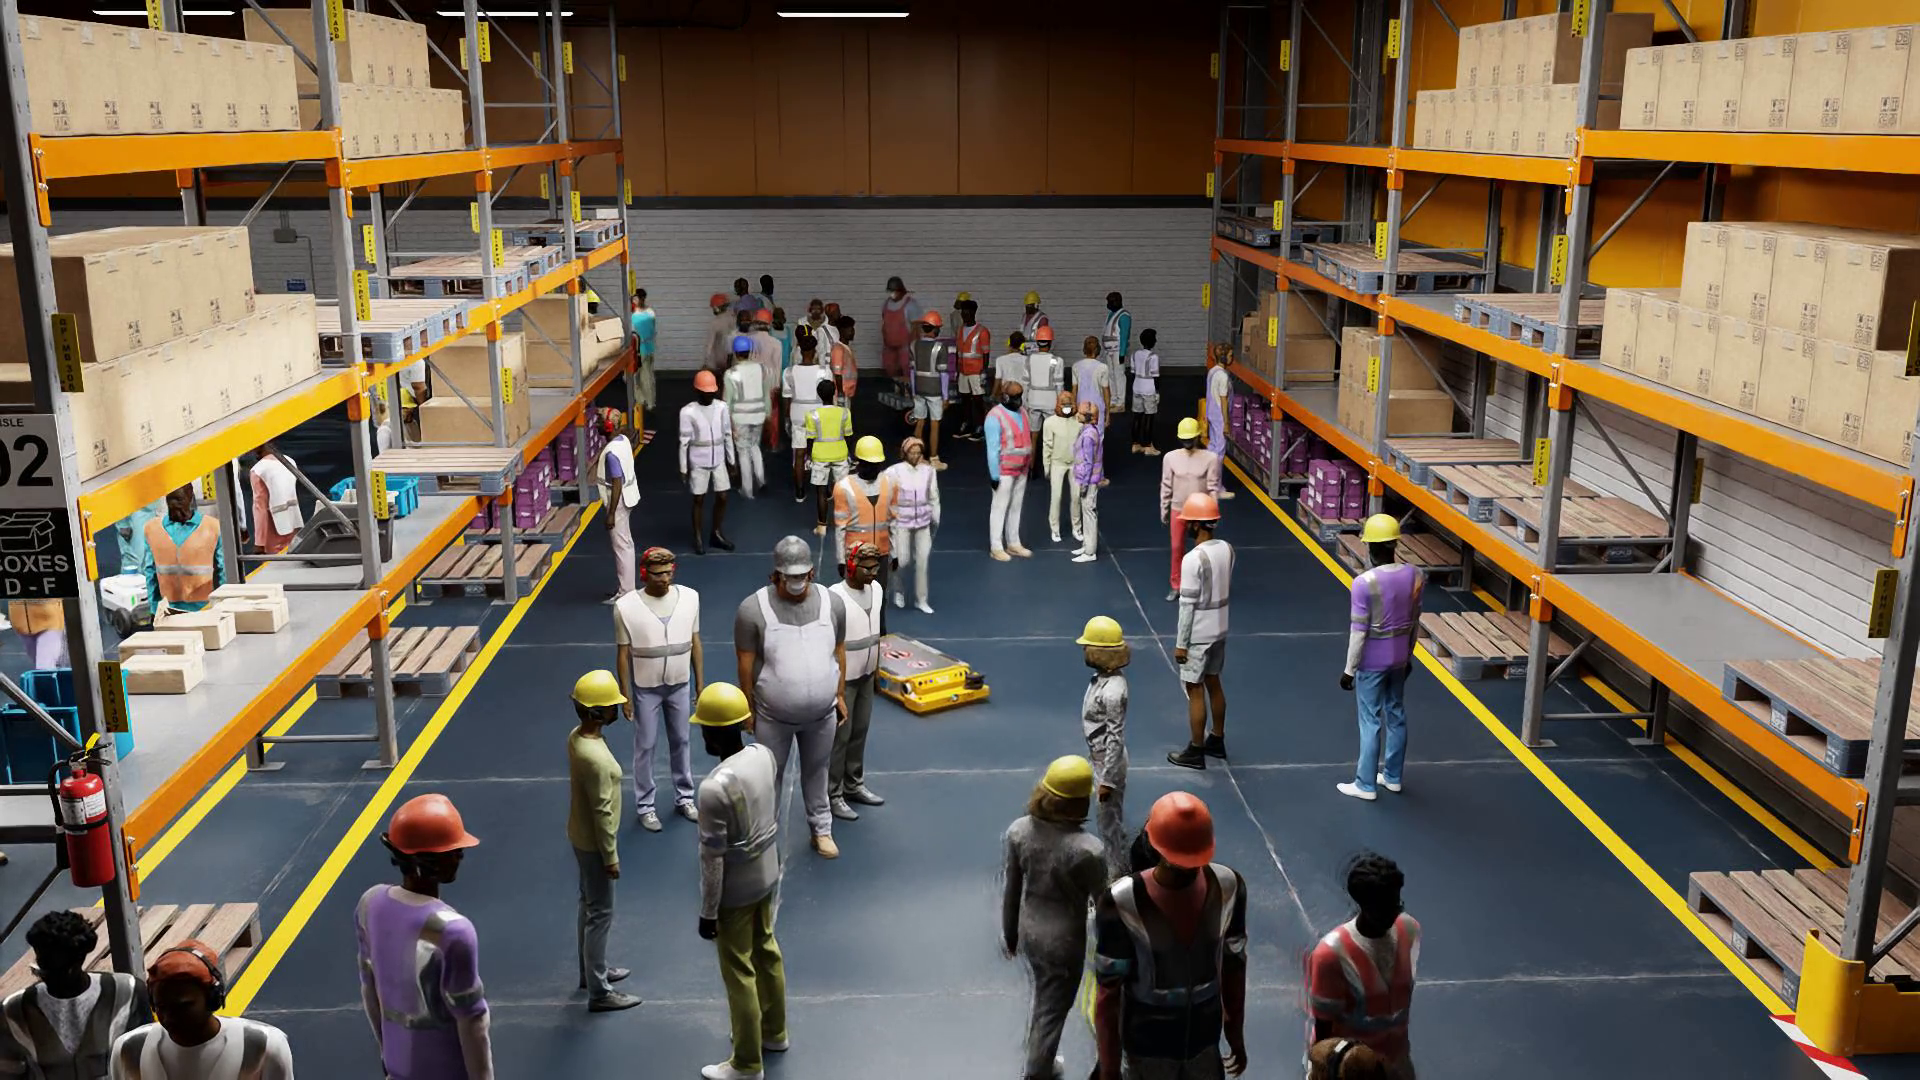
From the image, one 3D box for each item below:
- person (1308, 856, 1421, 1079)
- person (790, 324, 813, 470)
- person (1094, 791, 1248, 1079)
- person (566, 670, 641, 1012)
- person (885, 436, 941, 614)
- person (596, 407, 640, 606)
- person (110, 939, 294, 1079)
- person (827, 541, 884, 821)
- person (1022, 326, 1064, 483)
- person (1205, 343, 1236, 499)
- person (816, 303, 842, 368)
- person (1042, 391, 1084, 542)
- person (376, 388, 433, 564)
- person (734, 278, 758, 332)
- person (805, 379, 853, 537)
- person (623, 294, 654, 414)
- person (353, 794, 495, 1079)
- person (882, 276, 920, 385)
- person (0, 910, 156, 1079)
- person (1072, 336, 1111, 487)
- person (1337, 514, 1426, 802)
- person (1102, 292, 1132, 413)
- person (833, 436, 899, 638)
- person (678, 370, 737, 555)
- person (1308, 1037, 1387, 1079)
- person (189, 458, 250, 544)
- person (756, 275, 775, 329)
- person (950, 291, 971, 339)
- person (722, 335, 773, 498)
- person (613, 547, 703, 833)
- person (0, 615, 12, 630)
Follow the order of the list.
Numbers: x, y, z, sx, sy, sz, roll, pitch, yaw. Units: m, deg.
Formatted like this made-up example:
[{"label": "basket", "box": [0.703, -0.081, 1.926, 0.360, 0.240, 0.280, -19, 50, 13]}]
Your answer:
[{"label": "person", "box": [1.623, 2.039, 6.441, 0.556, 1.661, 0.783, -6, 16, -24]}, {"label": "person", "box": [-1.996, -1.818, 21.225, 0.333, 1.860, 0.510, -6, 16, -23]}, {"label": "person", "box": [0.815, 1.892, 6.316, 0.613, 2.032, 0.411, -4, 15, -16]}, {"label": "person", "box": [-1.810, 1.503, 8.390, 0.333, 1.761, 0.526, -6, 15, -22]}, {"label": "person", "box": [-0.425, -0.134, 15.060, 0.545, 1.628, 0.358, -6, 15, -22]}, {"label": "person", "box": [-3.150, -0.314, 15.335, 0.389, 1.847, 0.563, -1, 14, -3]}, {"label": "person", "box": [-2.444, 2.187, 5.448, 0.577, 1.883, 0.353, -2, 14, -7]}, {"label": "person", "box": [-0.691, 0.886, 10.680, 0.419, 1.828, 0.561, 9, 17, 32]}, {"label": "person", "box": [1.035, -1.673, 20.521, 0.547, 1.930, 0.379, 6, 16, 24]}, {"label": "person", "box": [3.075, -1.408, 19.635, 0.336, 1.845, 0.513, -2, 14, -10]}, {"label": "person", "box": [-1.784, -2.392, 23.422, 0.350, 1.884, 0.583, 8, 16, 28]}, {"label": "person", "box": [1.118, -0.782, 17.633, 0.508, 1.625, 0.284, -3, 15, -13]}, {"label": "person", "box": [-5.520, -0.609, 16.547, 0.403, 1.823, 0.597, 3, 15, 13]}, {"label": "person", "box": [-3.423, -3.218, 26.579, 0.374, 1.932, 0.625, 4, 15, 16]}, {"label": "person", "box": [-1.405, -0.878, 17.843, 0.538, 1.698, 0.320, -5, 15, -20]}, {"label": "person", "box": [-4.857, -2.801, 25.151, 0.466, 1.822, 0.595, 7, 16, 27]}, {"label": "person", "box": [-1.940, 1.918, 6.193, 0.608, 2.039, 0.395, 10, 17, 34]}, {"label": "person", "box": [-0.959, -3.127, 25.996, 0.701, 2.000, 0.542, 9, 17, 32]}, {"label": "person", "box": [-3.184, 2.122, 6.074, 0.537, 1.696, 0.321, -6, 16, -24]}, {"label": "person", "box": [1.600, -1.559, 20.227, 0.508, 1.847, 0.345, 8, 16, 28]}, {"label": "person", "box": [2.750, 0.772, 10.922, 0.585, 1.924, 0.375, -8, 16, -29]}, {"label": "person", "box": [2.374, -2.873, 25.427, 0.429, 1.831, 0.635, -5, 15, -19]}, {"label": "person", "box": [-0.746, 0.085, 13.640, 0.583, 1.919, 0.394, -8, 16, -28]}, {"label": "person", "box": [-2.576, -0.798, 17.095, 0.629, 1.925, 0.440, -10, 17, -33]}, {"label": "person", "box": [1.237, 2.357, 4.917, 0.514, 1.826, 0.776, -8, 16, -29]}, {"label": "person", "box": [-6.435, -0.093, 14.359, 0.410, 1.908, 0.598, 7, 16, 27]}, {"label": "person", "box": [-3.176, -3.383, 27.244, 0.383, 1.918, 0.597, 3, 15, 10]}, {"label": "person", "box": [0.050, -3.075, 26.408, 0.317, 1.732, 0.484, -12, 18, -38]}, {"label": "person", "box": [-2.519, -1.442, 19.587, 0.638, 1.933, 0.438, -11, 18, -36]}, {"label": "person", "box": [-1.895, 0.921, 10.510, 0.563, 1.838, 0.388, -9, 17, -31]}, {"label": "person", "box": [-8.620, -0.160, 14.572, 0.379, 1.928, 0.585, -14, 20, -43]}]
